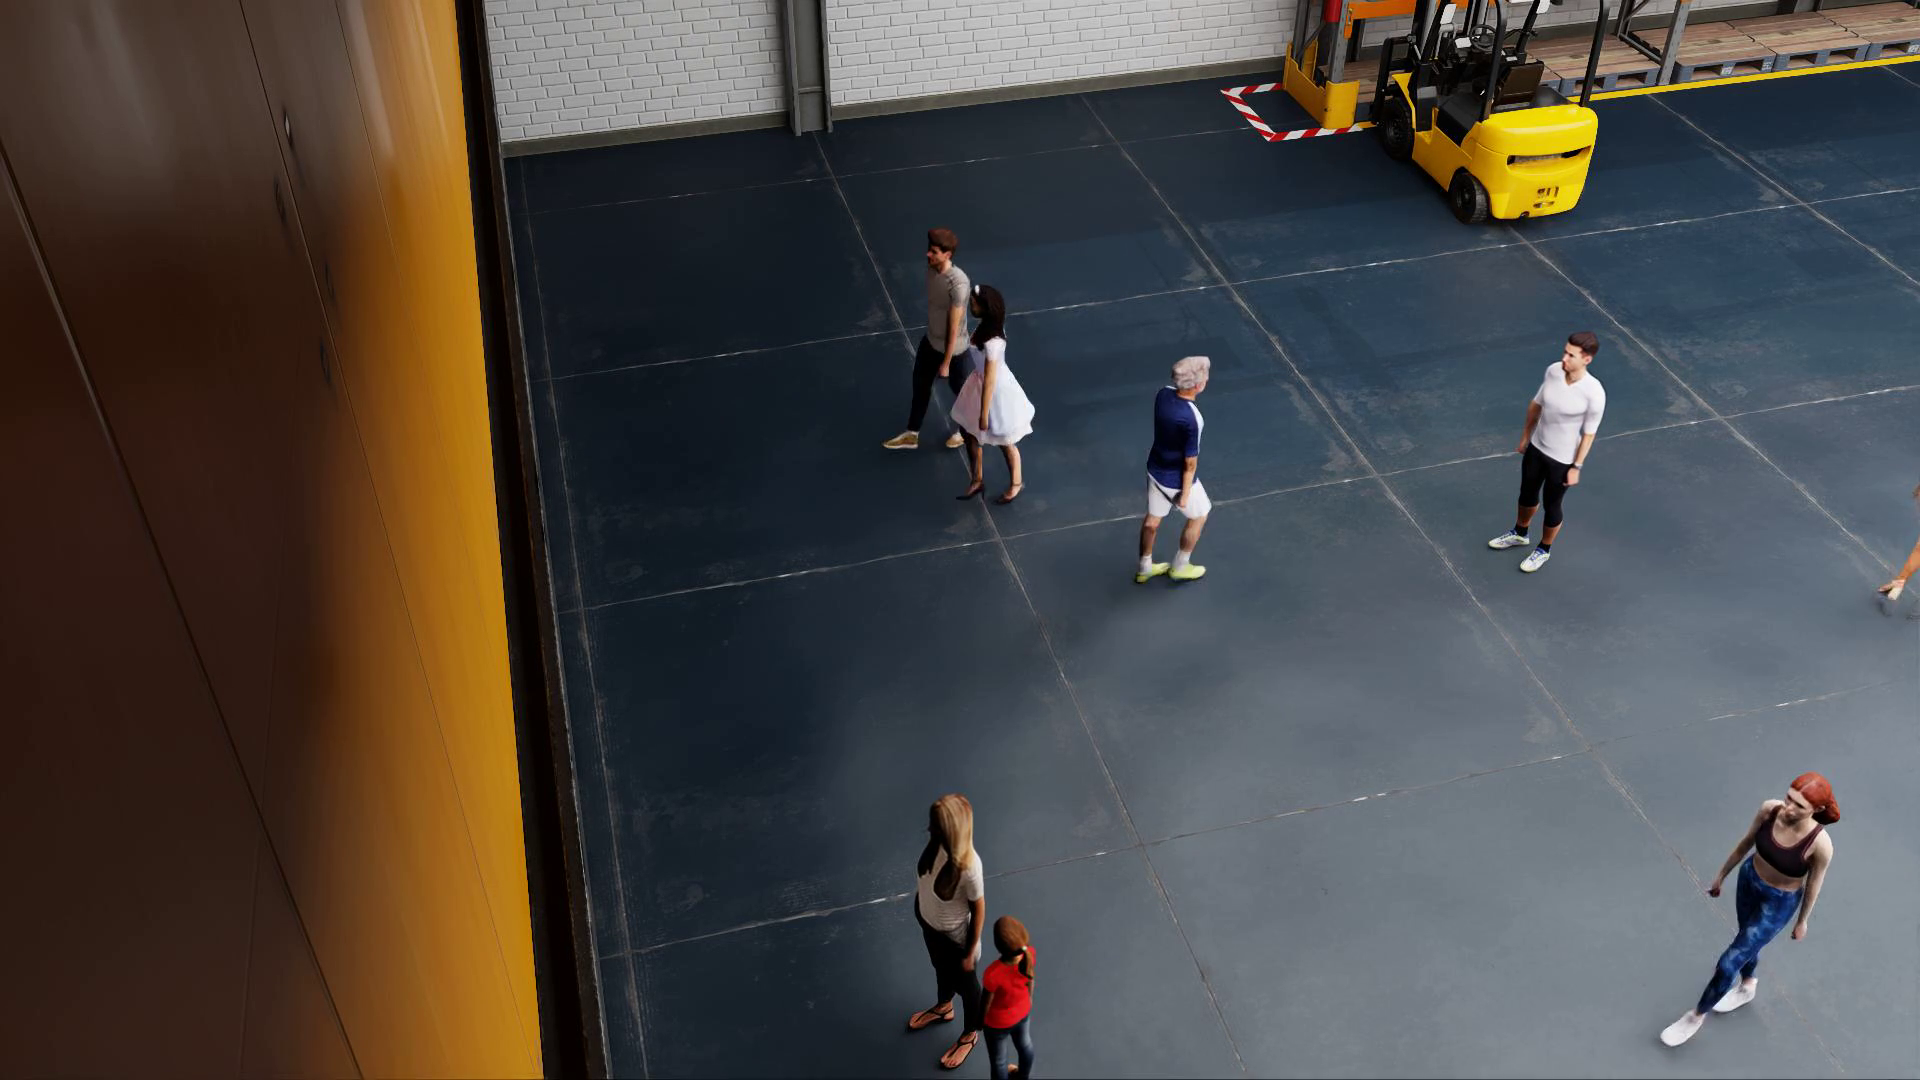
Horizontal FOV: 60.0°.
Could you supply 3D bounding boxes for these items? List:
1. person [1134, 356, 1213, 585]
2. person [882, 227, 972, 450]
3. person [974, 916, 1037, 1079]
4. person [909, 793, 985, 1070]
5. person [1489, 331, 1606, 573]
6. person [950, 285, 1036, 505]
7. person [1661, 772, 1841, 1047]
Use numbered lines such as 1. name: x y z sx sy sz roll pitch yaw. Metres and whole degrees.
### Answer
1. person: 1.355 -0.414 11.134 0.794 1.815 0.753 -23 44 -26
2. person: -0.024 -1.494 12.446 1.096 1.866 0.895 -26 45 -28
3. person: 0.246 2.311 8.126 0.517 1.309 0.597 -28 46 -30
4. person: -0.037 1.903 8.224 0.643 1.827 0.660 -24 45 -27
5. person: 4.067 -0.622 11.365 0.646 1.851 0.728 -20 43 -23
6. person: 0.309 -1.016 11.911 0.866 1.786 0.770 -7 39 -9
7. person: 4.114 1.808 8.393 0.962 1.763 0.687 -15 41 -18
